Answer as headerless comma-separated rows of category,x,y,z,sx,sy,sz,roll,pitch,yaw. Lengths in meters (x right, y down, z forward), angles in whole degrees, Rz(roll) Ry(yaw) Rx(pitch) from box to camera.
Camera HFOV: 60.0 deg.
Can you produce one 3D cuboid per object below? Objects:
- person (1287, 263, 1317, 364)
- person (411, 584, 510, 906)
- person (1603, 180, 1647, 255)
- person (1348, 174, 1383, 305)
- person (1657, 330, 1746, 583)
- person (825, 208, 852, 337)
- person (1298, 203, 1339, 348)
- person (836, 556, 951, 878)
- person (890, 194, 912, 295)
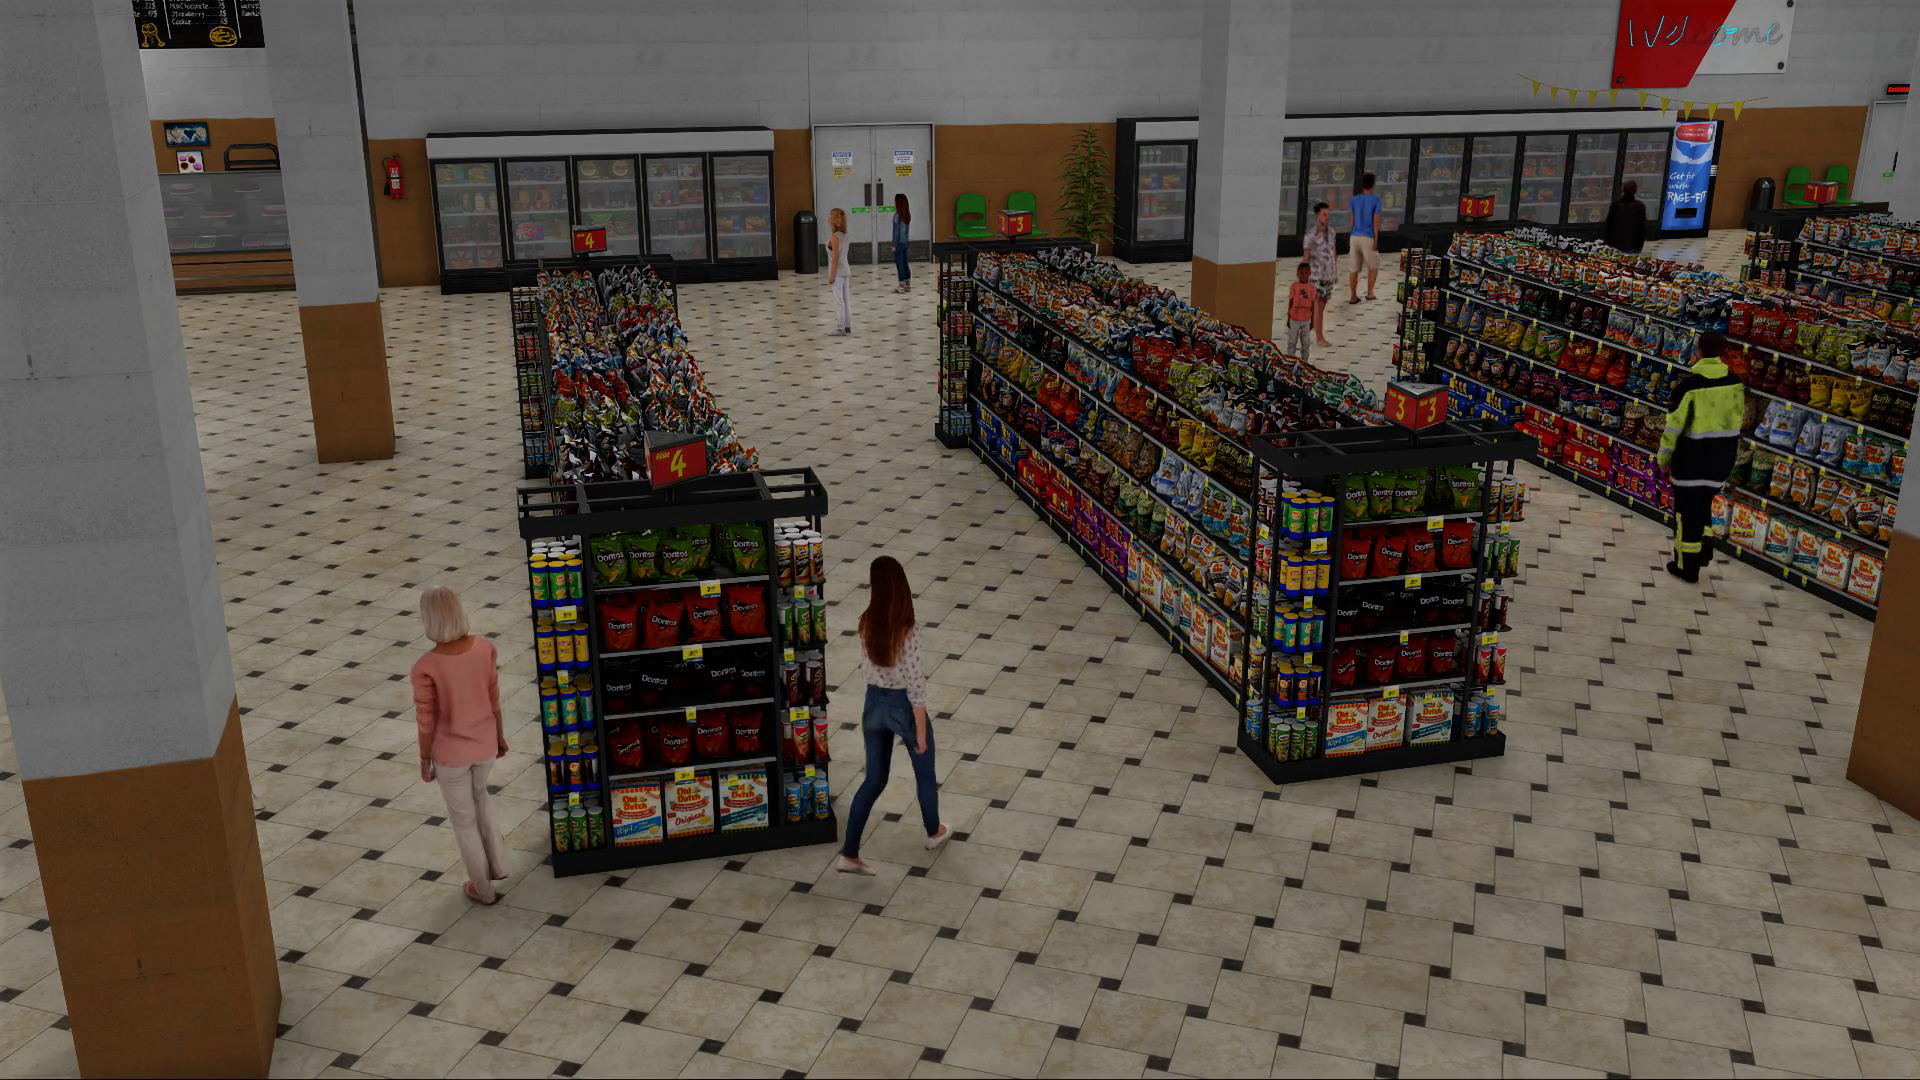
person,4.083,-2.673,19.952,0.547,1.308,0.586,5,19,14
person,-2.418,1.054,8.268,0.766,1.711,0.732,17,25,41
person,9.403,-4.175,23.625,0.847,1.808,0.877,6,20,18
person,5.791,-4.329,24.021,0.829,1.847,0.888,11,21,29
person,5.767,-0.620,12.831,0.769,1.967,0.668,-5,19,-14
person,-1.584,-3.541,21.958,0.725,1.671,0.625,6,20,18
person,4.577,-3.433,21.449,0.923,1.791,1.155,-13,23,-34
person,-0.407,0.950,8.613,1.059,1.687,1.111,12,22,32
person,-0.875,-4.453,24.970,0.684,1.475,0.606,8,20,23
